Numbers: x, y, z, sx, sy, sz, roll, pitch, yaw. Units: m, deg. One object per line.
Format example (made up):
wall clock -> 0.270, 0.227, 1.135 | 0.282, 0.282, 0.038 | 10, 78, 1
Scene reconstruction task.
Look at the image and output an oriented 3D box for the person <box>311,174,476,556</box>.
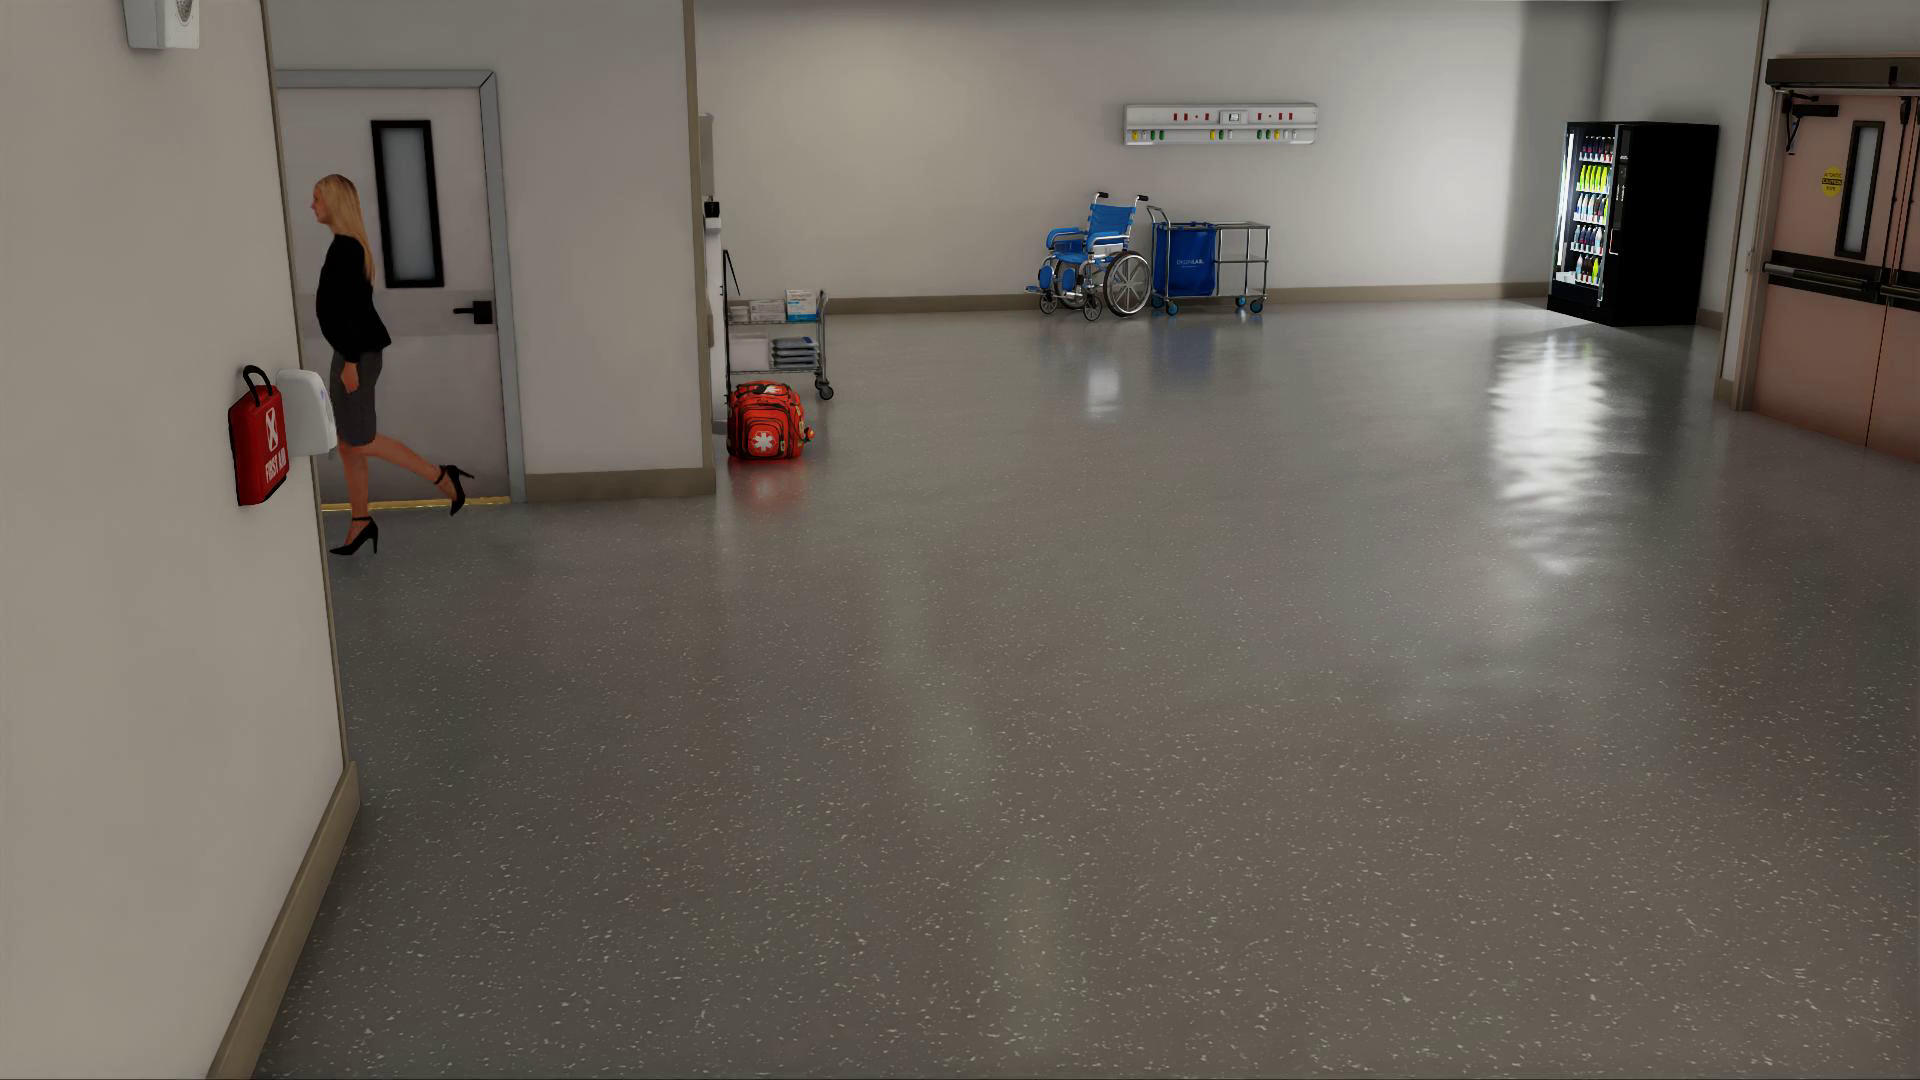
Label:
person -> -2.791, -0.808, 7.988 | 0.835, 1.820, 0.947 | -7, 17, -24
